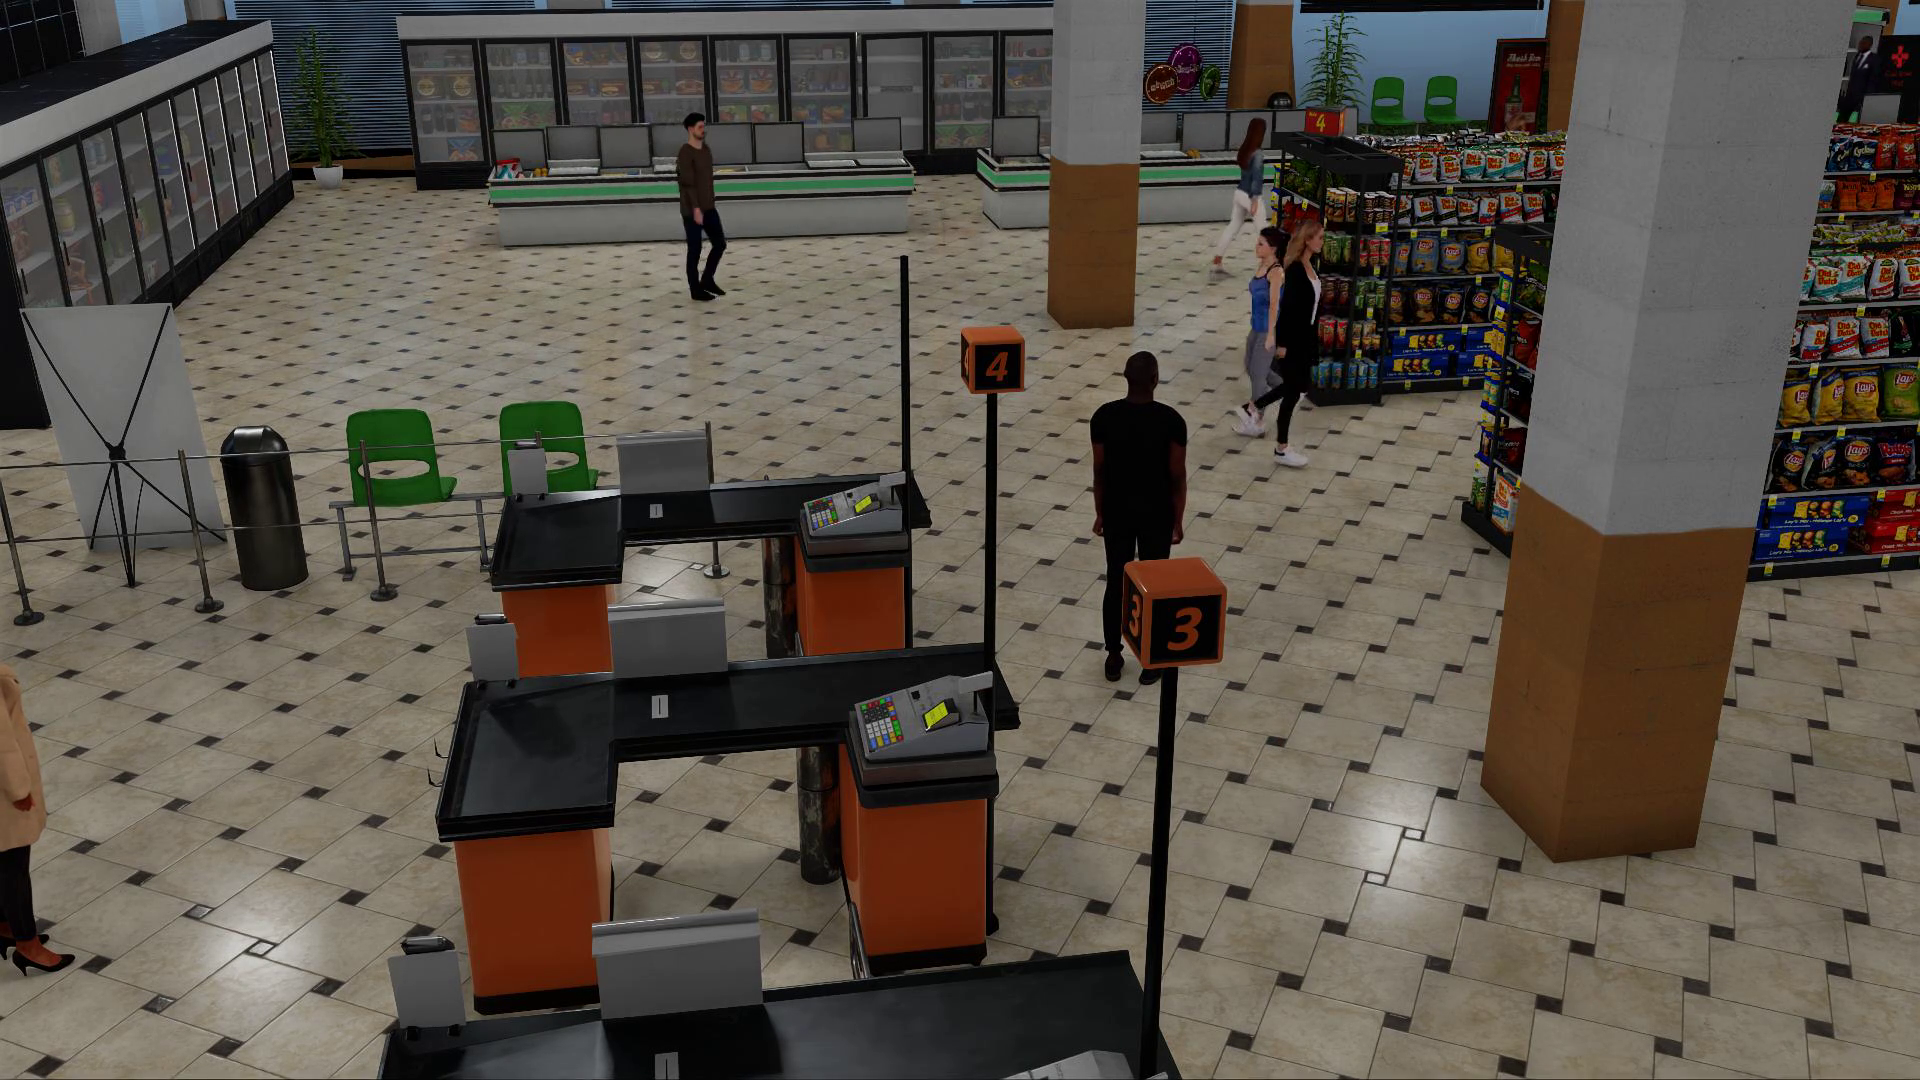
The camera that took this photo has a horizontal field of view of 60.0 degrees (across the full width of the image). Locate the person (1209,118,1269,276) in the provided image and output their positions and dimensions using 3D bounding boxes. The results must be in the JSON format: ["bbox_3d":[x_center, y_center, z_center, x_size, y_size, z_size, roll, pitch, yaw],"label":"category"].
[{"bbox_3d":[2.973,-3.592,17.646,1.137,1.661,0.758,-7,23,-18],"label":"person"}]

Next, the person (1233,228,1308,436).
[{"bbox_3d":[2.410,-1.587,12.743,0.828,1.596,0.581,-3,22,-7],"label":"person"}]

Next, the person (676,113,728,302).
[{"bbox_3d":[-2.693,-3.335,16.718,0.801,1.876,0.761,11,24,26],"label":"person"}]

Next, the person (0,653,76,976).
[{"bbox_3d":[-3.741,0.907,6.423,0.722,1.680,0.744,19,29,39],"label":"person"}]

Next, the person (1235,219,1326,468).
[{"bbox_3d":[2.372,-1.448,12.143,1.007,1.786,0.917,13,25,29],"label":"person"}]

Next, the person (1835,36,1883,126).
[{"bbox_3d":[13.622,-6.651,25.069,1.223,1.802,0.795,-7,23,-17],"label":"person"}]

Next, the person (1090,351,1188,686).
[{"bbox_3d":[0.935,-0.110,8.768,0.682,1.819,0.810,7,23,18],"label":"person"}]
